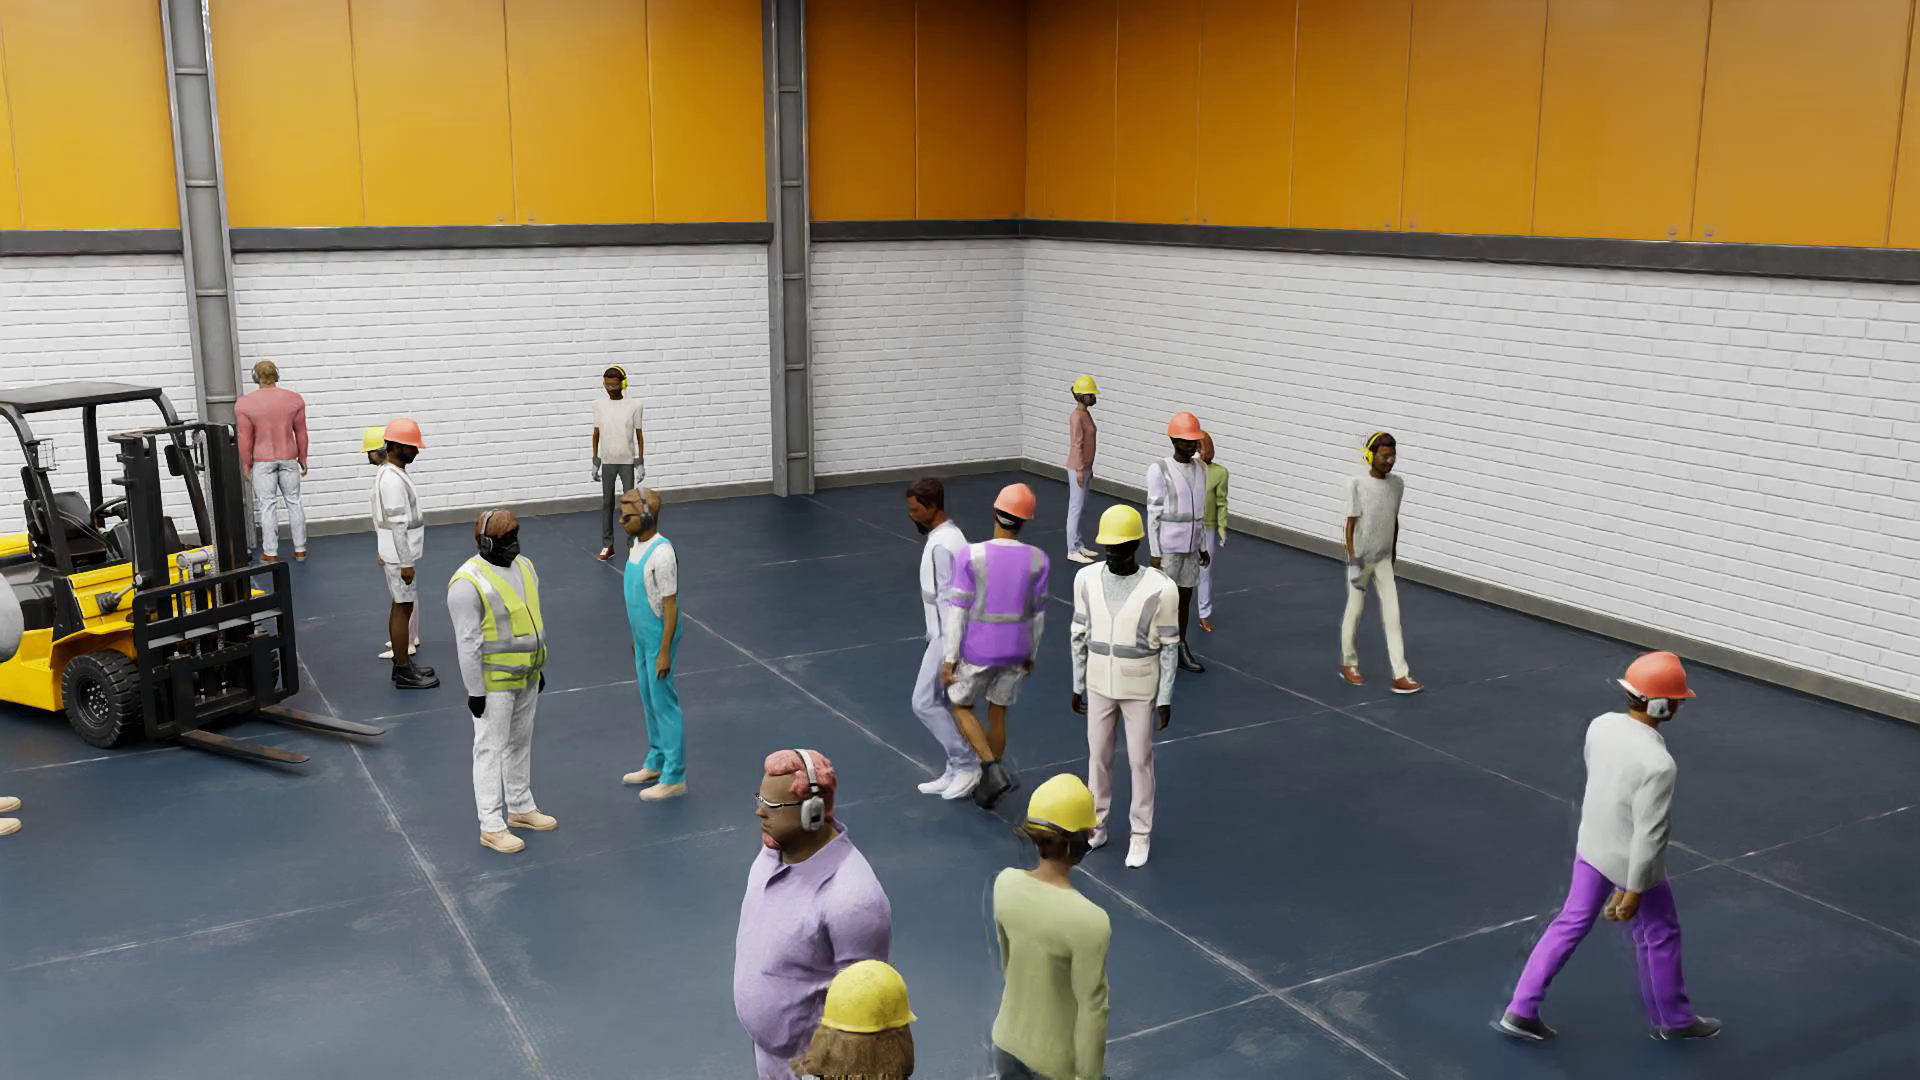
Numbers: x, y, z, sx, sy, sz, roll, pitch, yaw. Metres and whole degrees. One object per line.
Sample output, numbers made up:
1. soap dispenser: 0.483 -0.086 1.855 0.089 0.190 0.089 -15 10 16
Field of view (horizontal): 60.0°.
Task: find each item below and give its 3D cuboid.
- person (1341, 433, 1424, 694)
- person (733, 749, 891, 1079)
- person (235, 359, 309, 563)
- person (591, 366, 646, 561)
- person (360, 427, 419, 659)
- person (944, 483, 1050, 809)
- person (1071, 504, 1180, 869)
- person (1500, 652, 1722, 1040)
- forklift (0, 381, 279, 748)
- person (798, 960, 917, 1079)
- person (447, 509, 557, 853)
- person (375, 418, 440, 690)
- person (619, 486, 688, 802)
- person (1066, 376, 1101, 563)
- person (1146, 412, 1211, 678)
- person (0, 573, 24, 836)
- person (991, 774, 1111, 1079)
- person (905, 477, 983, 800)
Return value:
1. person: 2.932 0.178 11.625 0.521 1.837 0.828 -3 13 -15
2. person: -0.480 1.545 5.038 0.405 1.909 0.636 -7 14 -31
3. person: -6.444 -0.730 15.634 0.630 1.937 0.373 -8 15 -34
4. person: -3.240 -0.723 15.770 0.521 1.865 0.327 0 12 0
5. person: -4.300 0.016 12.554 0.330 1.761 0.523 -1 12 -7
6. person: 0.213 0.630 9.364 0.606 1.897 0.552 -4 13 -16
7. person: 0.842 0.758 8.676 0.589 1.927 0.388 6 14 28
8. person: 2.699 1.271 6.822 0.936 1.705 0.553 -3 12 -14
9. forklift: -5.853 0.085 11.199 2.313 2.155 1.214 7 14 28
10. person: -0.290 1.870 4.029 0.787 1.675 0.512 -10 15 -38
11. person: -2.445 0.741 8.965 0.429 1.841 0.632 4 13 19
12. person: -3.926 0.094 11.791 0.374 1.928 0.542 -5 13 -21
13. person: -1.786 0.593 9.646 0.328 1.842 0.516 -6 14 -28
14. person: 1.169 -0.674 15.768 0.308 1.769 0.525 3 12 13
15. person: 1.595 0.034 12.040 0.543 1.940 0.361 -8 14 -34
16. person: -5.445 0.599 9.155 0.535 2.000 0.674 -6 13 -26
17. person: 0.346 1.578 5.250 0.716 1.736 0.545 -10 15 -38
18. person: -0.079 0.568 9.643 0.451 1.889 0.627 1 12 3
